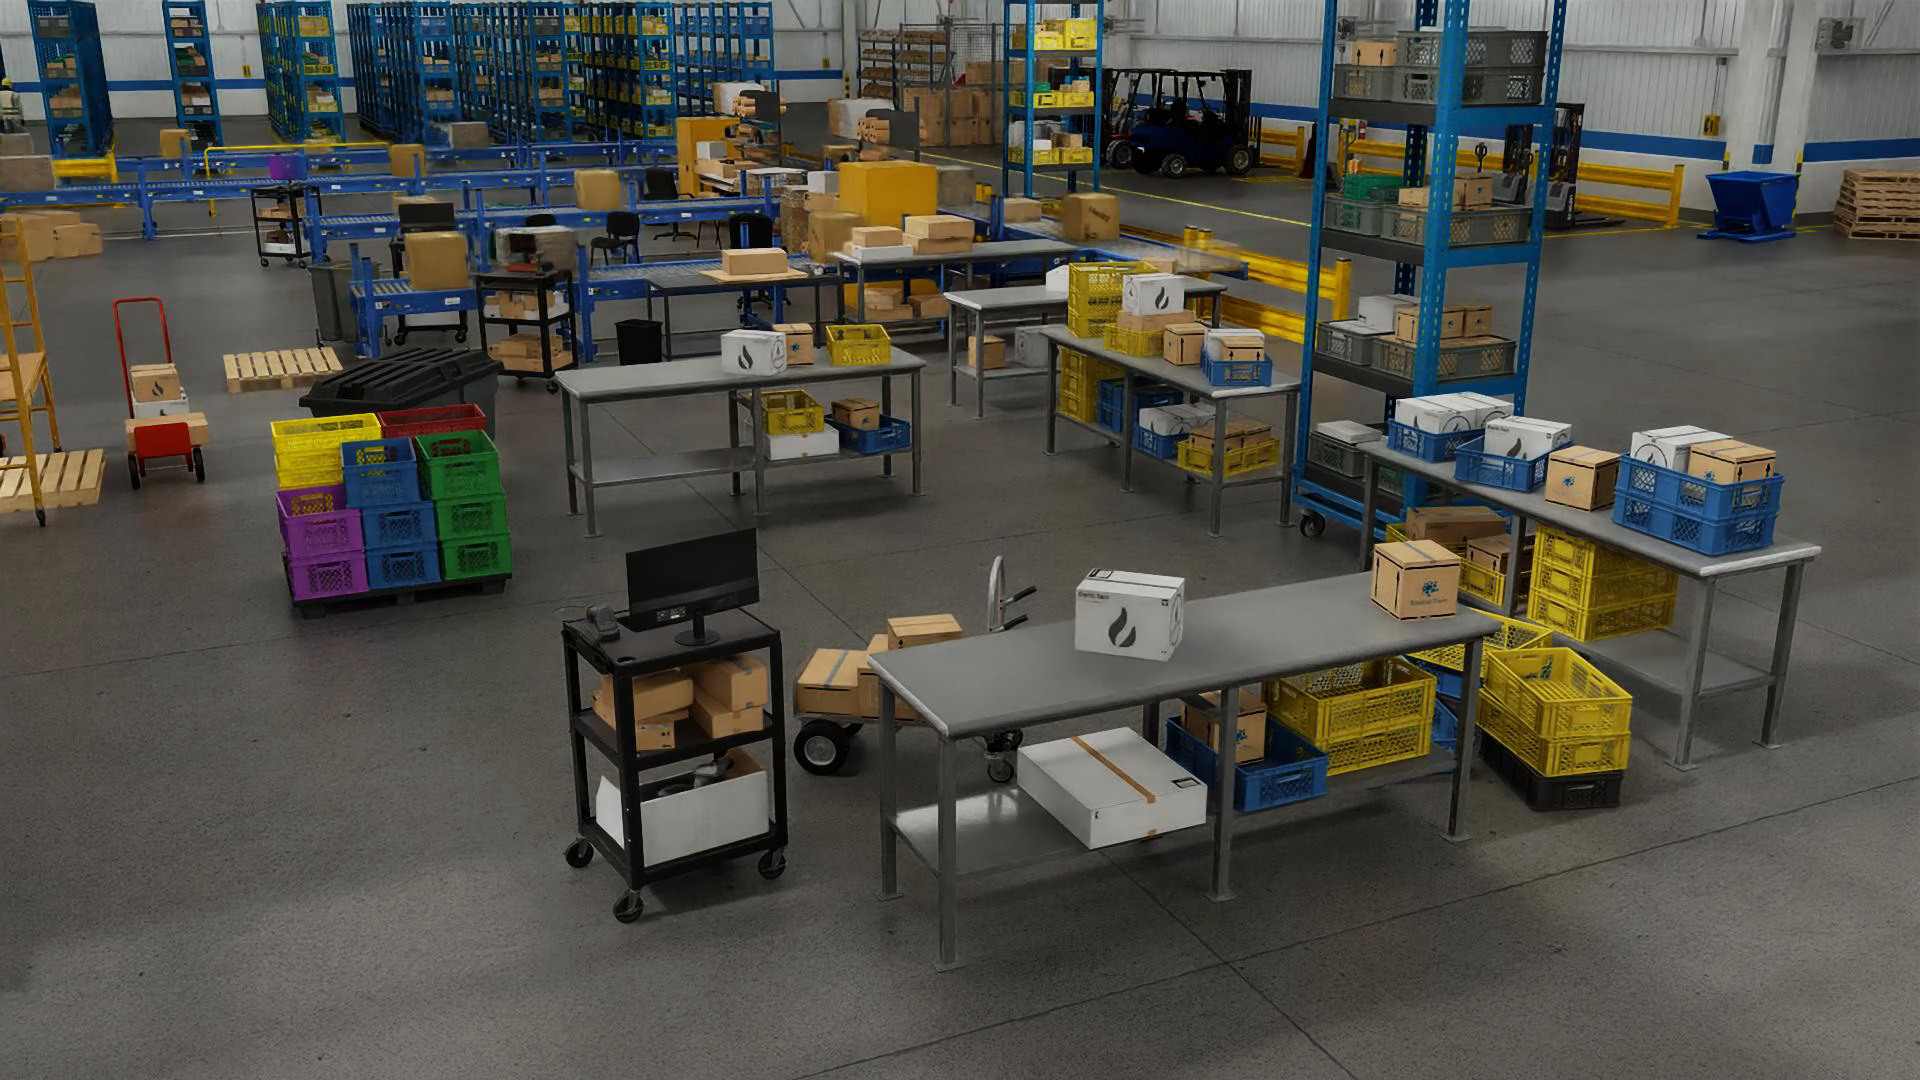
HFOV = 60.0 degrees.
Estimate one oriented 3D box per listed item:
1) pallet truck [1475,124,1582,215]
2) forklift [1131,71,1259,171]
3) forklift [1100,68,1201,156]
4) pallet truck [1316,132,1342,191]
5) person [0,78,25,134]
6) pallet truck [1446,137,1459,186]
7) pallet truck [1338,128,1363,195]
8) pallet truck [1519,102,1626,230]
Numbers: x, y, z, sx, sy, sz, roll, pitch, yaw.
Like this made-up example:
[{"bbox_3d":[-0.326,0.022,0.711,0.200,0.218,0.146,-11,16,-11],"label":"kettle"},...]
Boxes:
[{"bbox_3d":[9.707,-6.455,28.103,1.885,1.965,0.823,-7,19,-20],"label":"pallet truck"},{"bbox_3d":[4.998,-8.936,35.413,2.680,1.987,1.157,-9,20,-25],"label":"forklift"},{"bbox_3d":[4.082,-9.564,37.410,2.680,1.987,1.157,-8,19,-23],"label":"forklift"},{"bbox_3d":[7.723,-7.504,32.656,1.601,1.201,0.680,-8,19,-23],"label":"pallet truck"},{"bbox_3d":[-22.998,-10.255,40.338,0.591,1.833,0.404,-1,18,-3],"label":"person"},{"bbox_3d":[9.184,-6.485,29.328,1.630,1.274,0.653,-8,19,-23],"label":"pallet truck"},{"bbox_3d":[7.845,-7.140,31.411,1.522,1.261,0.704,-9,20,-25],"label":"pallet truck"},{"bbox_3d":[9.972,-6.037,26.785,1.885,1.965,0.823,-9,20,-25],"label":"pallet truck"}]
